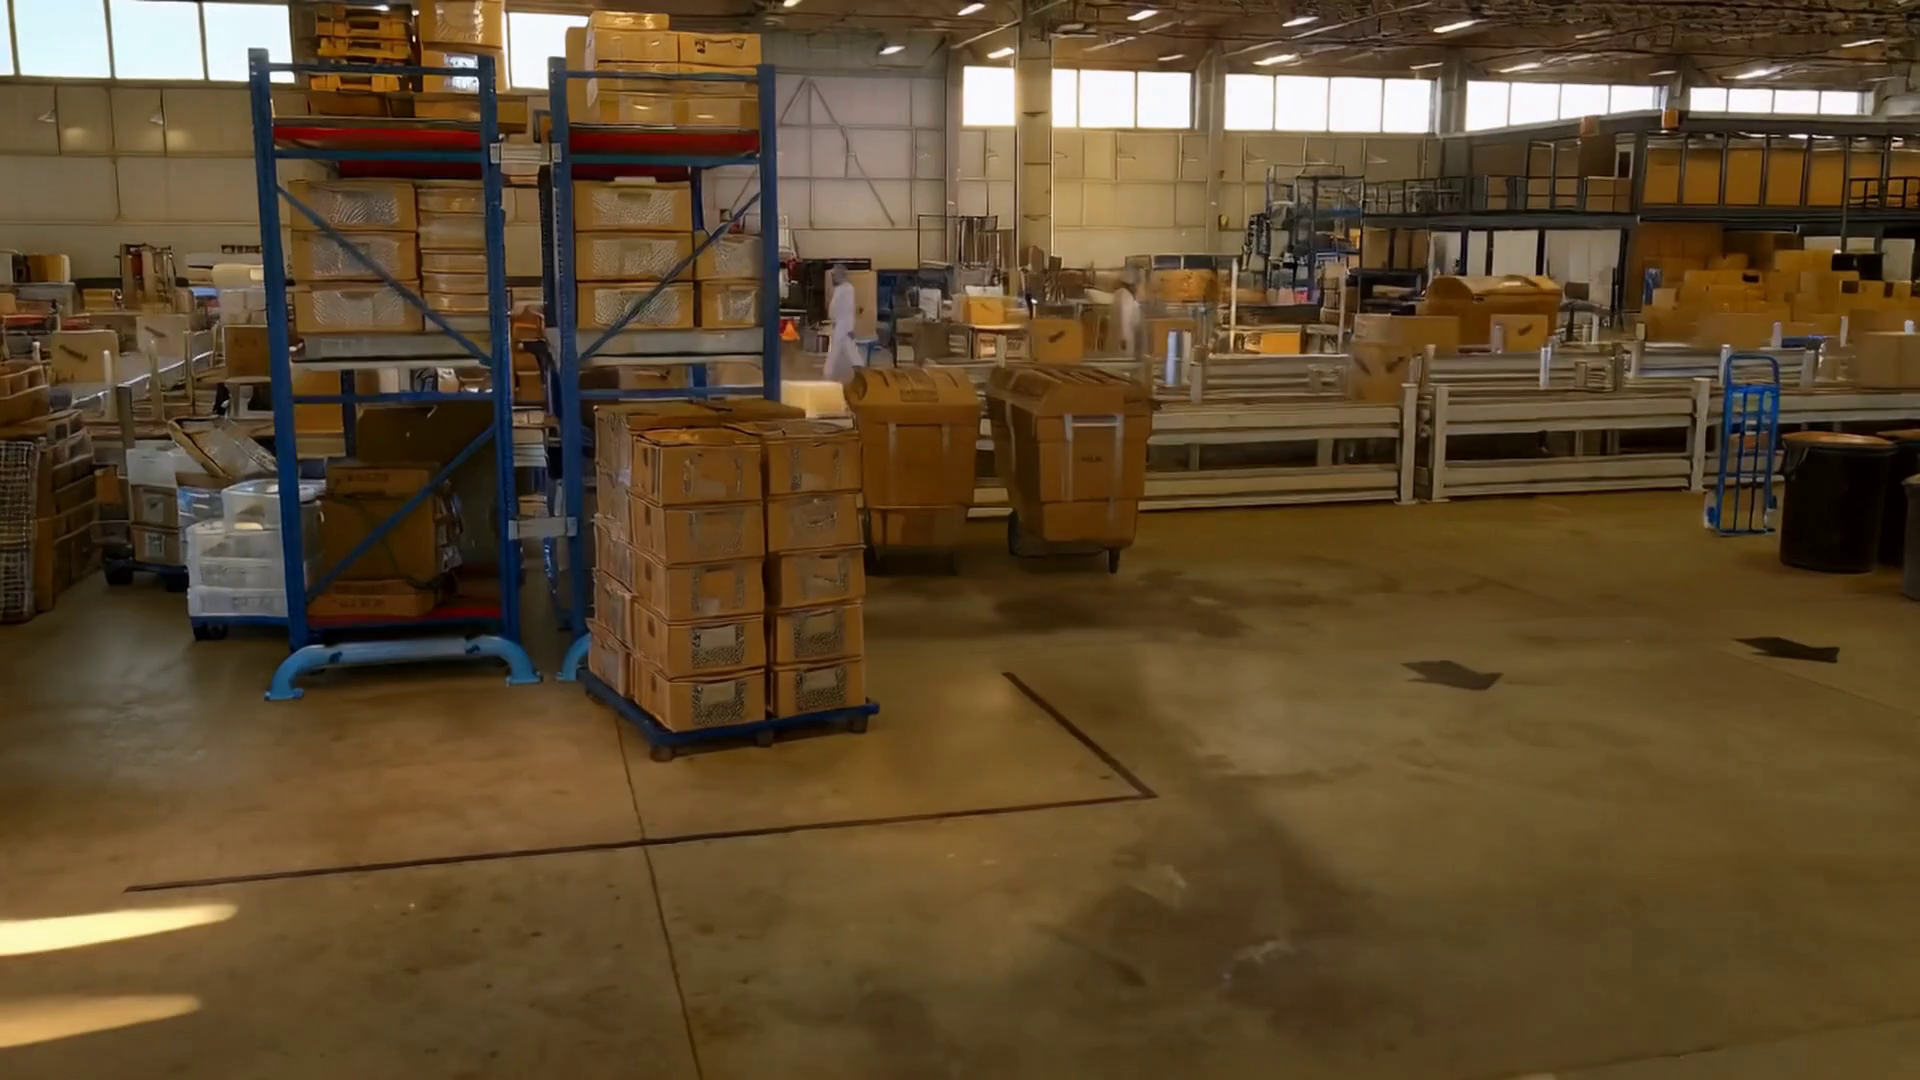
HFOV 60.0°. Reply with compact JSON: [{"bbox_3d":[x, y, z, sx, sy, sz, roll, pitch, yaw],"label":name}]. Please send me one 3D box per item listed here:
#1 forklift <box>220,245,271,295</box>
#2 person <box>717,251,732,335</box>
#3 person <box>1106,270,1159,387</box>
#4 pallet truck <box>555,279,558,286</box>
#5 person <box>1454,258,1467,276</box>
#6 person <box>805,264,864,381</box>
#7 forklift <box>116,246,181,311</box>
[{"bbox_3d":[-17.749,-6.334,41.440,1.157,1.987,2.680,-3,10,-17],"label":"forklift"},{"bbox_3d":[-4.349,-4.376,31.103,0.370,2.044,0.608,-2,10,-10],"label":"person"},{"bbox_3d":[2.409,-3.018,24.160,0.923,1.789,0.599,-2,10,-13],"label":"person"},{"bbox_3d":[-10.604,-6.375,44.520,0.653,1.274,1.630,-3,10,-15],"label":"pallet truck"},{"bbox_3d":[16.785,-8.594,55.696,0.536,1.785,0.995,-3,10,-16],"label":"person"},{"bbox_3d":[-1.846,-3.241,25.213,1.014,1.848,0.672,-2,10,-12],"label":"person"},{"bbox_3d":[-19.966,-6.232,40.894,1.157,1.987,2.680,-3,10,-15],"label":"forklift"}]
